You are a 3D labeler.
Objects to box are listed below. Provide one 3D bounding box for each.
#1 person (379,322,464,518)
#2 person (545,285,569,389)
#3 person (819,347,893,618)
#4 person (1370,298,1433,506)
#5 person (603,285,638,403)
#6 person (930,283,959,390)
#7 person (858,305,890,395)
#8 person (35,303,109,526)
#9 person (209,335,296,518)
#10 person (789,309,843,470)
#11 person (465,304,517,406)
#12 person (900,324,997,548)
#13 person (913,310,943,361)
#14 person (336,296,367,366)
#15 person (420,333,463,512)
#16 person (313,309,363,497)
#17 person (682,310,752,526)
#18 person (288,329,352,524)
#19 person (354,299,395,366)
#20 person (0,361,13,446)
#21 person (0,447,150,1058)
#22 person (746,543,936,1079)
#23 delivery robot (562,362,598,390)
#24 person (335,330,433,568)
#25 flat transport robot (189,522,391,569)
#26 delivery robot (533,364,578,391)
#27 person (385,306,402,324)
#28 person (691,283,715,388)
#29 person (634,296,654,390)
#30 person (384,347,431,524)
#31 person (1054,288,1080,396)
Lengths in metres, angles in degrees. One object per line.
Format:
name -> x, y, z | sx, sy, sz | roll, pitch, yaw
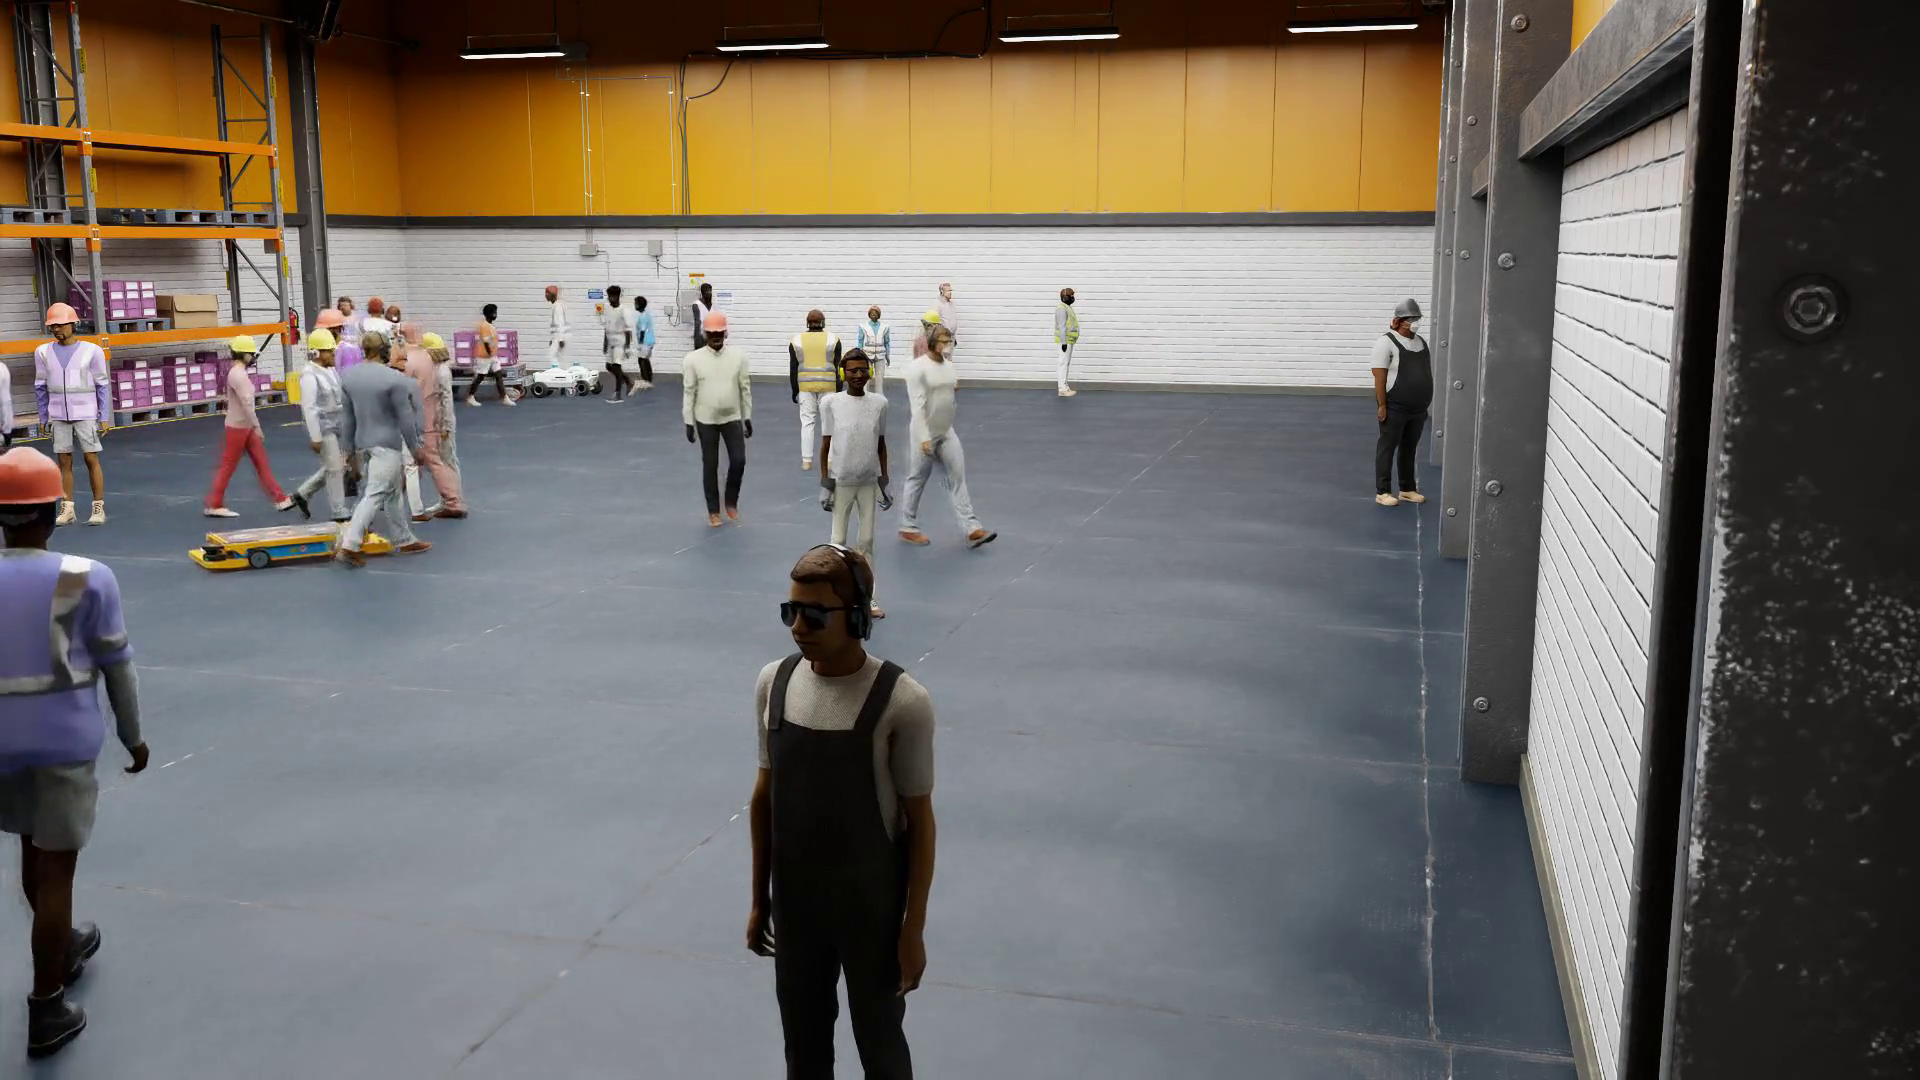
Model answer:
person -> -5.152, -1.112, 15.600 | 1.030, 1.842, 0.658 | 1, 10, 5
person -> -7.175, -3.602, 29.640 | 0.513, 1.863, 0.591 | -3, 10, -17
person -> -0.710, -0.379, 11.377 | 0.519, 1.874, 0.327 | -4, 11, -21
person -> 4.424, -1.364, 16.475 | 0.682, 2.000, 0.537 | -6, 12, -31
person -> -5.568, -3.212, 27.250 | 0.676, 1.929, 0.637 | 9, 14, 43
person -> -0.251, -3.593, 29.475 | 0.410, 1.908, 0.643 | 6, 11, 29
person -> -1.337, -2.825, 25.884 | 0.514, 1.639, 0.314 | -3, 10, -16
person -> -8.093, -1.134, 15.162 | 0.615, 2.041, 0.386 | -1, 10, -7
person -> -6.704, -1.069, 15.705 | 0.901, 1.712, 0.546 | -4, 11, -19
person -> -1.632, -1.716, 19.052 | 0.621, 1.838, 0.429 | 0, 10, 1
person -> -7.549, -2.934, 26.504 | 0.833, 1.659, 0.534 | 1, 10, 7
person -> -0.139, -0.855, 13.999 | 0.965, 1.894, 0.645 | 10, 14, 43
person -> -0.365, -1.959, 20.625 | 0.326, 1.767, 0.533 | -8, 13, -39
person -> -9.264, -2.804, 25.267 | 0.584, 1.817, 0.771 | -3, 11, -19
person -> -4.951, -1.094, 15.795 | 0.321, 1.741, 0.489 | -6, 12, -30
person -> -6.331, -1.385, 16.912 | 0.559, 1.921, 0.405 | 9, 13, 40
person -> -2.197, -1.096, 15.132 | 0.659, 1.973, 0.488 | -4, 11, -19
person -> -5.795, -1.009, 15.091 | 0.651, 1.816, 0.604 | 0, 10, -2
person -> -8.027, -2.401, 22.926 | 0.594, 1.827, 1.002 | -2, 10, -13
person -> -8.995, -1.016, 15.169 | 0.675, 1.808, 0.449 | -5, 11, -27
person -> -2.983, 0.643, 5.487 | 0.552, 1.897, 0.926 | -1, 10, -4
person -> -0.308, 0.916, 4.117 | 0.512, 1.845, 0.340 | 5, 11, 26
delivery robot -> -6.602, -2.816, 28.637 | 0.707, 0.478, 0.477 | 3, 10, 18
person -> -4.704, -0.739, 13.384 | 0.630, 1.898, 1.019 | 6, 12, 31
flat transport robot -> -5.480, 0.026, 13.613 | 1.431, 0.197, 0.652 | -7, 12, -35
delivery robot -> -6.853, -2.740, 28.205 | 0.707, 0.478, 0.477 | 0, 10, 2
person -> -9.185, -2.986, 26.933 | 0.533, 1.578, 0.878 | -2, 10, -14
person -> -4.541, -3.651, 29.857 | 0.699, 1.893, 0.592 | 6, 12, 31
person -> -5.660, -3.519, 29.754 | 0.385, 1.681, 0.549 | -1, 10, -4
person -> -5.169, -0.960, 15.342 | 0.501, 1.631, 0.285 | 1, 10, 6
person -> 1.833, -3.389, 28.509 | 0.429, 1.844, 0.624 | 2, 10, 12
